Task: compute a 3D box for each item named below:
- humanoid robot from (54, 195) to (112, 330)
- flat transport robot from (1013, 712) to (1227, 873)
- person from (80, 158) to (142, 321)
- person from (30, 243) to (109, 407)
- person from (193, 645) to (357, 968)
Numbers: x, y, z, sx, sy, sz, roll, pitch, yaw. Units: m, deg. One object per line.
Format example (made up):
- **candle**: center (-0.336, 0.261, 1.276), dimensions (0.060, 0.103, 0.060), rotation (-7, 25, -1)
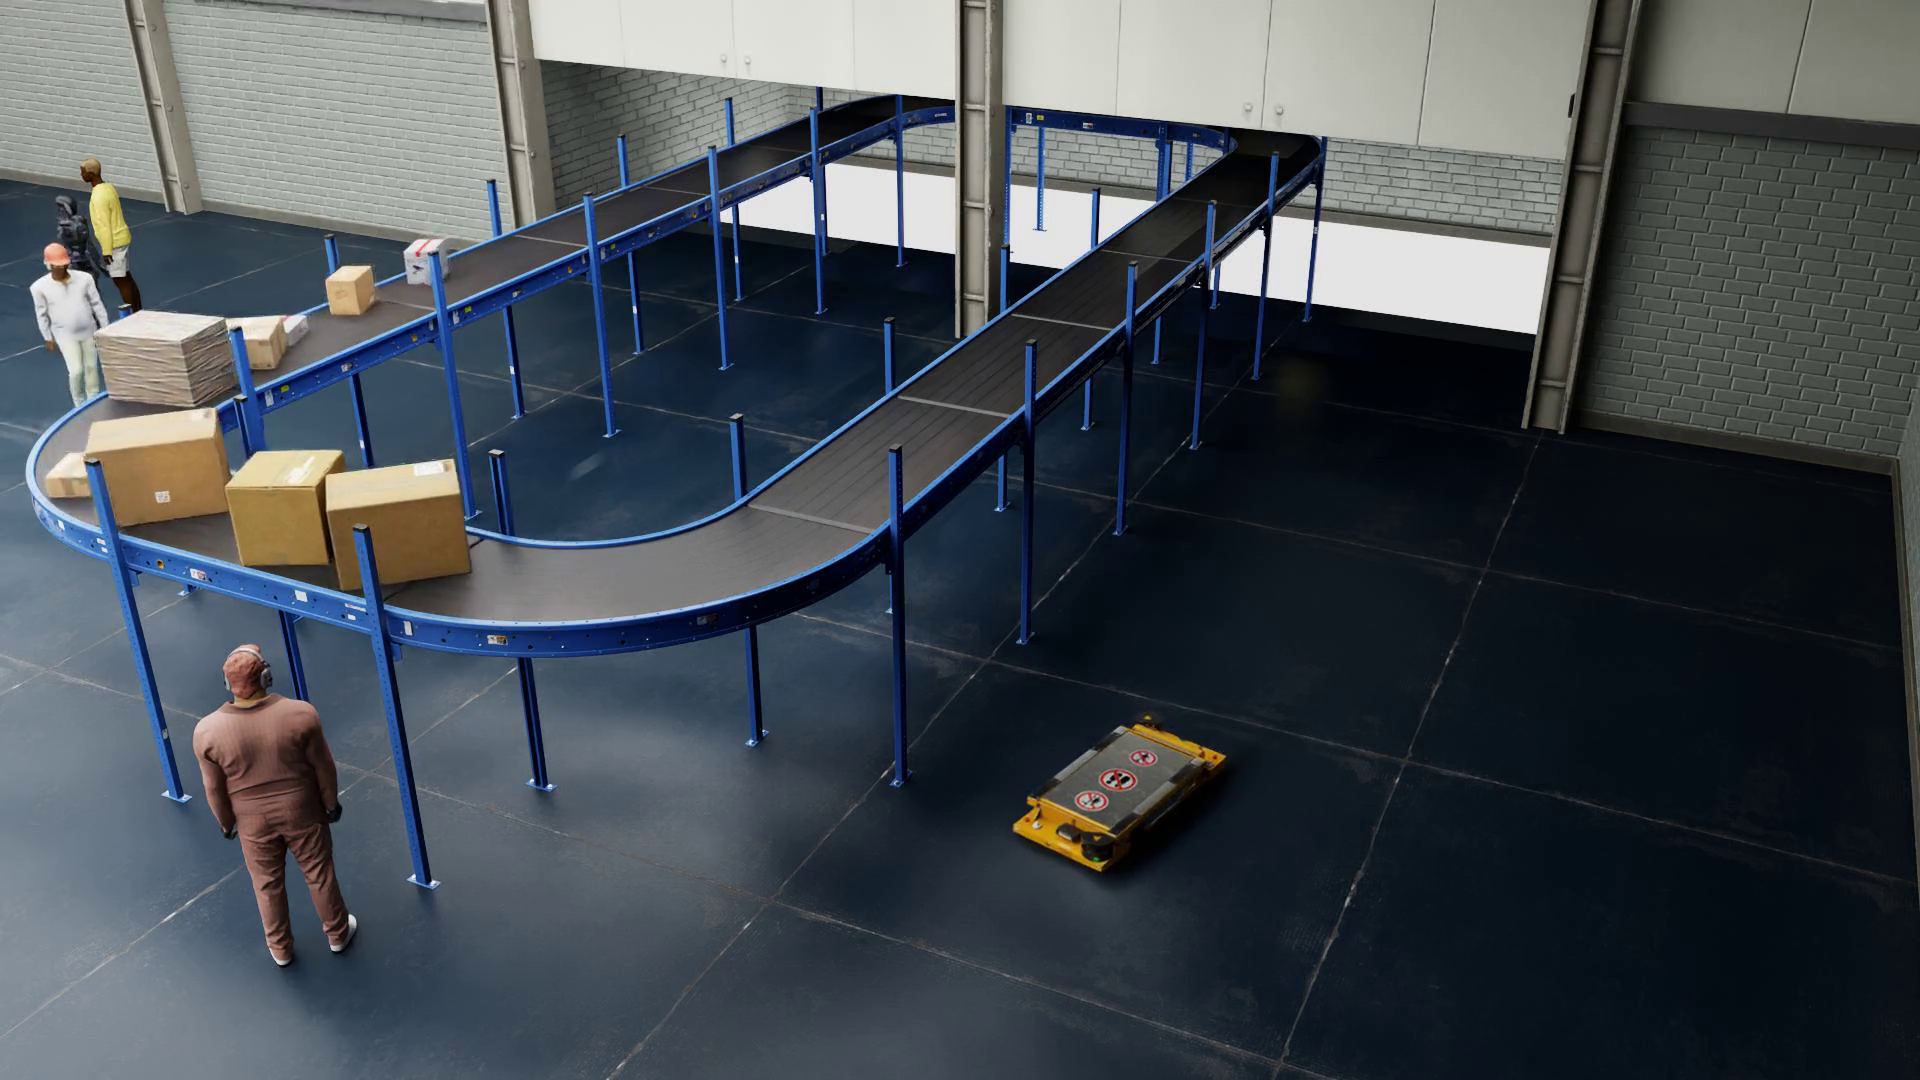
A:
- **humanoid robot**: center (-9.333, -2.877, 17.735), dimensions (0.523, 1.641, 0.594), rotation (2, 26, 3)
- **flat transport robot**: center (1.018, 1.546, 10.360), dimensions (0.659, 0.231, 1.431), rotation (19, 32, 34)
- **person**: center (-9.235, -3.216, 18.139), dimensions (0.376, 1.893, 0.538), rotation (-8, 28, -16)
- **person**: center (-8.367, -1.967, 15.785), dimensions (0.467, 1.734, 0.567), rotation (23, 35, 39)
- **person**: center (-3.607, 1.410, 8.802), dimensions (0.637, 1.901, 0.409), rotation (-9, 28, -17)
